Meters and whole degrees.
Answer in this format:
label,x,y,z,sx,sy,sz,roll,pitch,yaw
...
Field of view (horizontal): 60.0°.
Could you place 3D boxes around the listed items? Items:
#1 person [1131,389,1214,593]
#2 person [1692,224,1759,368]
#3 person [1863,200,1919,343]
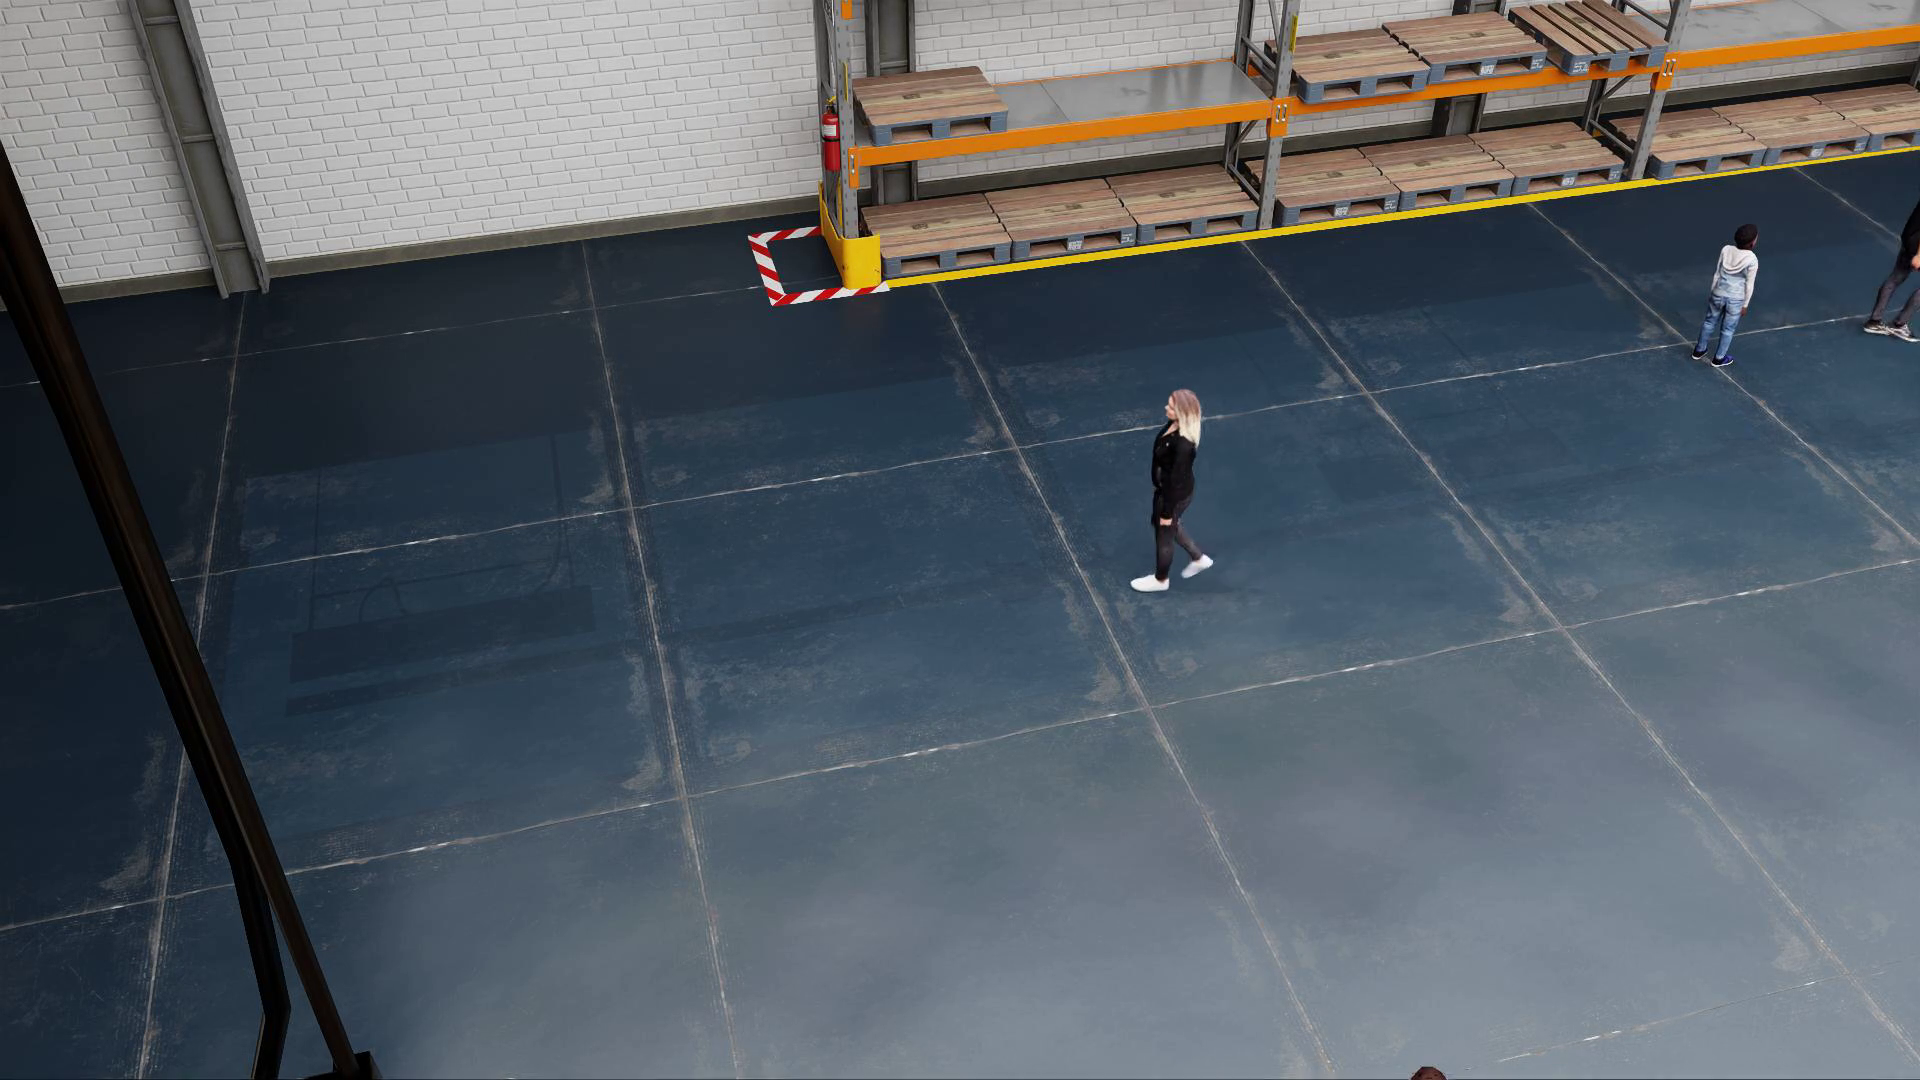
label,x,y,z,sx,sy,sz,roll,pitch,yaw
person,1.513,-0.306,11.152,0.890,1.679,0.782,4,39,5
person,6.300,-2.015,13.627,0.593,1.261,0.556,-28,47,-31
person,7.888,-2.509,13.794,0.819,1.823,0.789,9,39,11
